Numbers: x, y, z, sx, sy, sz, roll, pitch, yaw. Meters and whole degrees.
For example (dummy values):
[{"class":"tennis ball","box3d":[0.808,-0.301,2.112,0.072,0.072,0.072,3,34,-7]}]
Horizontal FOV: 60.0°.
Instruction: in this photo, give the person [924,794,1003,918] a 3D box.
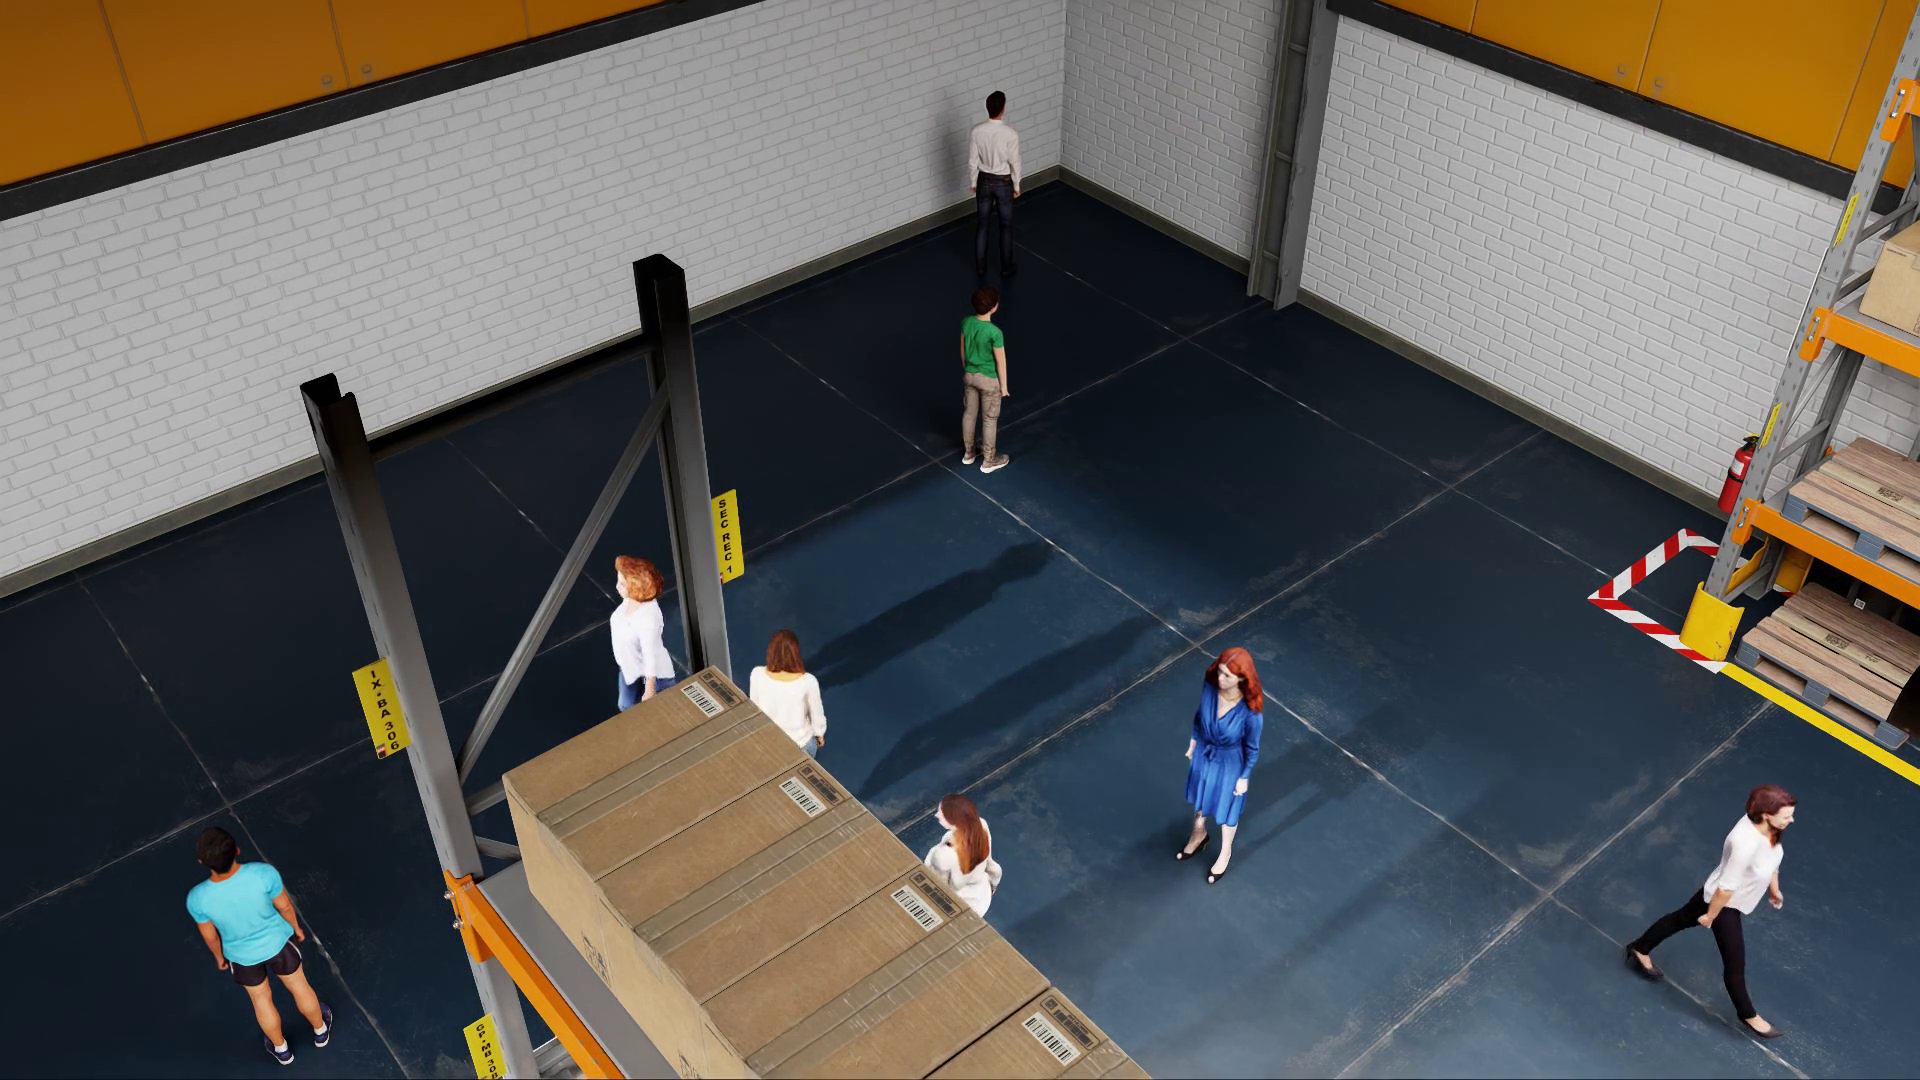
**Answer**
[{"class":"person","box3d":[0.056,2.048,9.173,1.030,1.680,0.754,30,47,32]}]

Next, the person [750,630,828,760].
[{"class":"person","box3d":[-1.082,1.256,10.174,0.800,1.669,0.861,6,39,8]}]

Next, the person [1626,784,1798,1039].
[{"class":"person","box3d":[4.154,1.959,9.243,1.202,1.730,0.789,25,45,28]}]

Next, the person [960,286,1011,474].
[{"class":"person","box3d":[0.177,-1.303,13.392,0.518,1.651,0.688,27,46,30]}]

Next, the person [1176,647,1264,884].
[{"class":"person","box3d":[1.567,1.338,9.943,0.662,1.828,0.493,-28,46,-30]}]

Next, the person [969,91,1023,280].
[{"class":"person","box3d":[0.334,-3.362,15.794,0.684,1.870,0.789,9,39,11]}]

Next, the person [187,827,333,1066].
[{"class":"person","box3d":[-3.761,2.179,8.931,0.649,1.776,0.578,-20,43,-23]}]
